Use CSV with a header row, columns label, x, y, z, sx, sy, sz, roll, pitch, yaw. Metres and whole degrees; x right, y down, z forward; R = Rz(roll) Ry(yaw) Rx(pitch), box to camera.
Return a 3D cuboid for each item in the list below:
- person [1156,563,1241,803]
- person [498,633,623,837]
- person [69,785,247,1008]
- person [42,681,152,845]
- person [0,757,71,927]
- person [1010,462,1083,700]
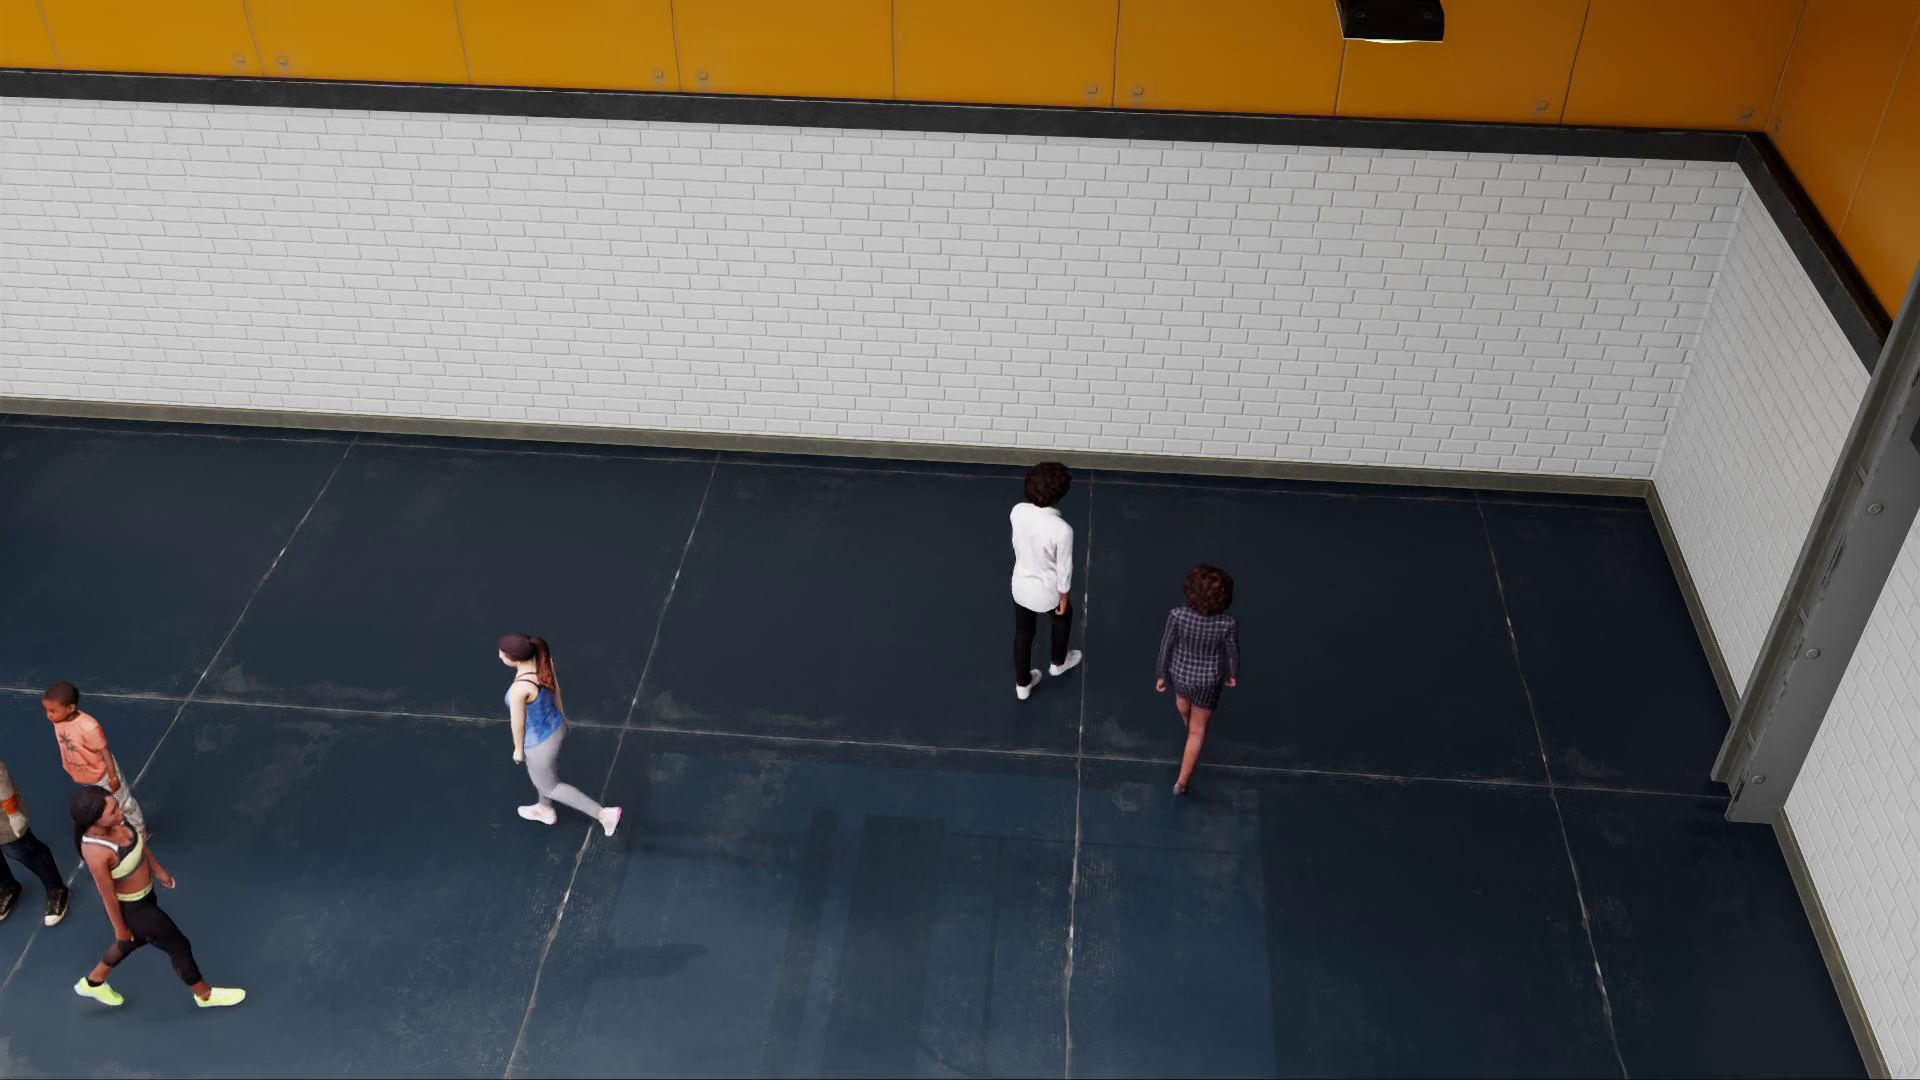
label,x,y,z,sx,sy,sz,roll,pitch,yaw
person,1.422,0.909,10.078,0.778,1.650,1.115,10,40,13
person,-2.393,1.181,9.788,0.718,1.587,0.952,10,40,12
person,-4.436,1.921,8.750,0.851,1.725,1.081,-9,39,-11
person,-5.106,1.331,9.822,0.546,1.310,0.545,15,41,18
person,-5.470,1.429,9.236,0.685,1.888,0.667,1,39,1
person,0.466,0.315,10.711,0.848,1.788,0.944,21,43,24
